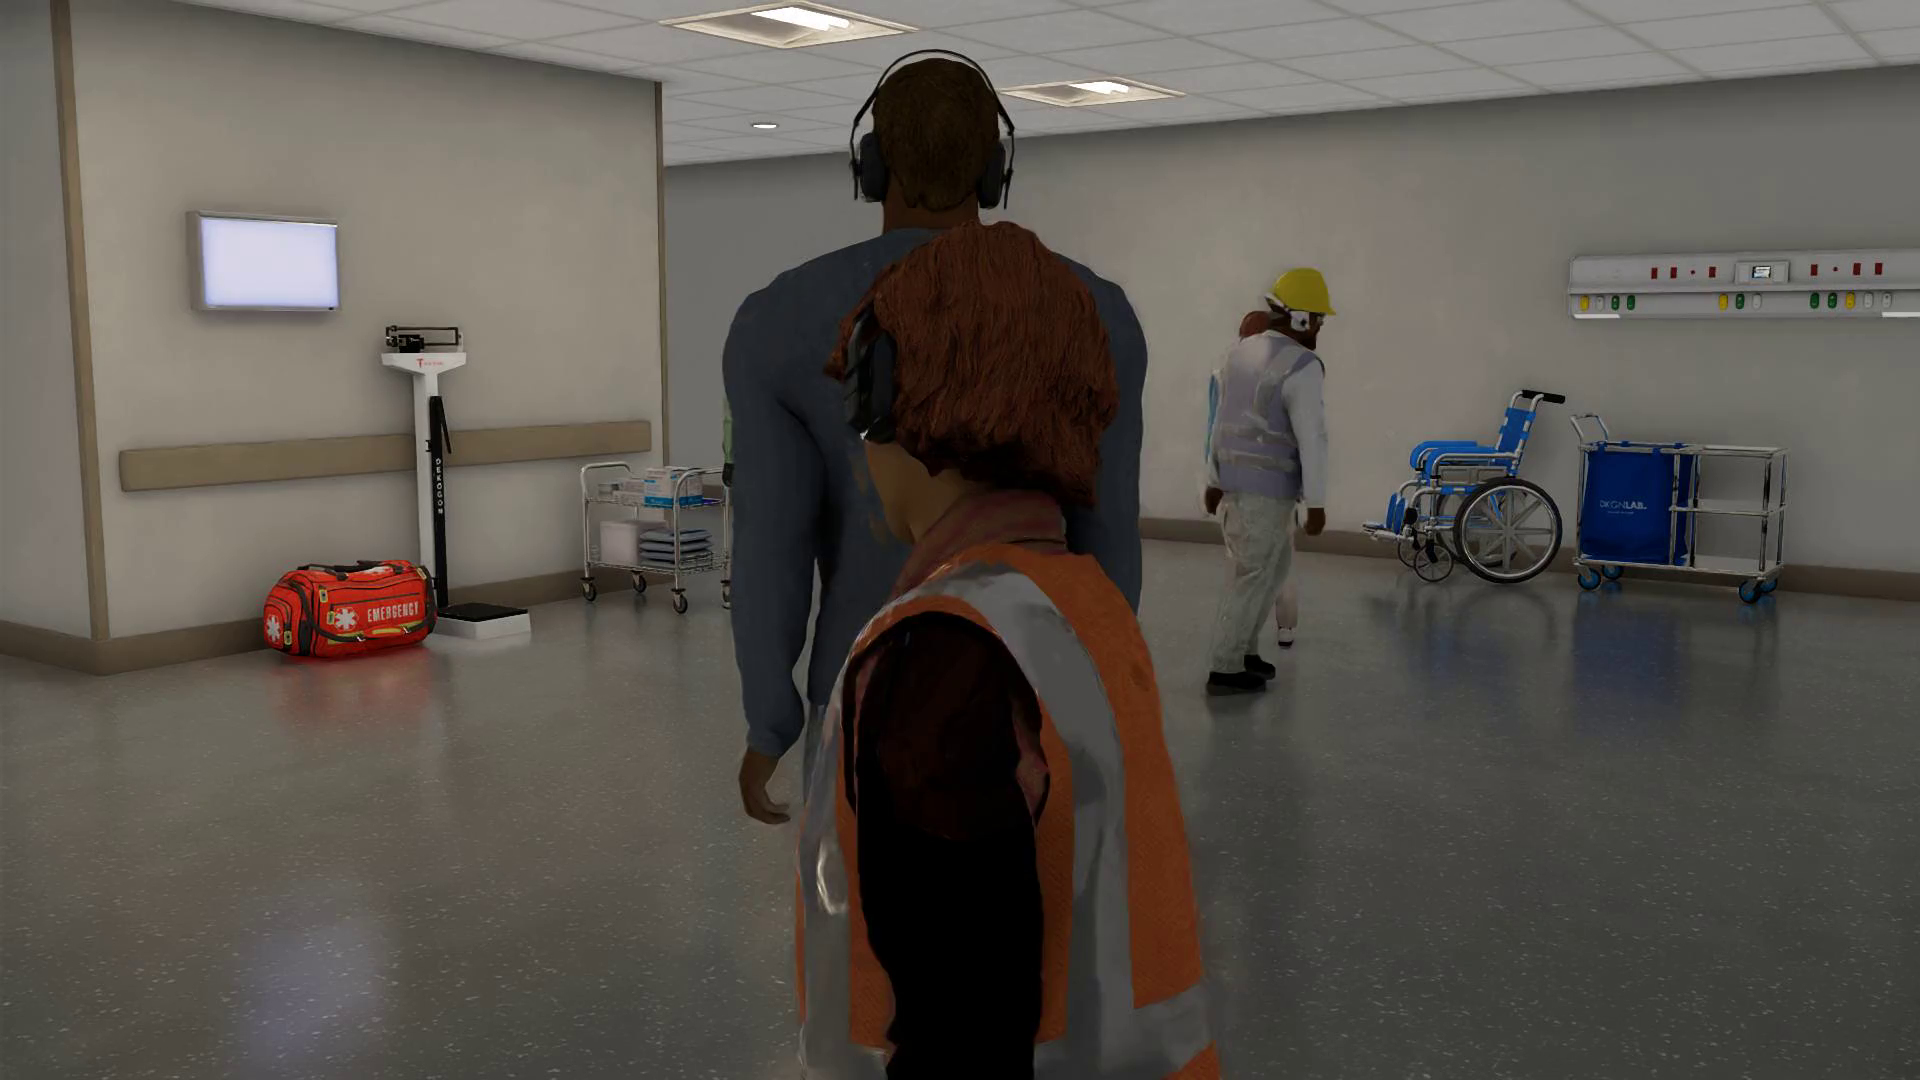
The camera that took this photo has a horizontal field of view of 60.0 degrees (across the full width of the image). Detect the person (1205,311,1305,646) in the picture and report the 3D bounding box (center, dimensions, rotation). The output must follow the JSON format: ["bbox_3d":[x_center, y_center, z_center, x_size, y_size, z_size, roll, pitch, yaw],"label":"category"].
[{"bbox_3d":[1.452,-0.293,8.111,0.521,1.638,0.311,0,7,-3],"label":"person"}]

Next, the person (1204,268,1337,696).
[{"bbox_3d":[1.285,-0.237,7.011,0.579,1.796,0.615,-2,7,-18],"label":"person"}]

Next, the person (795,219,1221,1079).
[{"bbox_3d":[0.028,0.581,1.184,0.326,1.611,0.644,1,7,11],"label":"person"}]

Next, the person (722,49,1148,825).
[{"bbox_3d":[-0.034,0.255,2.508,0.629,1.940,0.379,-1,7,-11],"label":"person"}]
